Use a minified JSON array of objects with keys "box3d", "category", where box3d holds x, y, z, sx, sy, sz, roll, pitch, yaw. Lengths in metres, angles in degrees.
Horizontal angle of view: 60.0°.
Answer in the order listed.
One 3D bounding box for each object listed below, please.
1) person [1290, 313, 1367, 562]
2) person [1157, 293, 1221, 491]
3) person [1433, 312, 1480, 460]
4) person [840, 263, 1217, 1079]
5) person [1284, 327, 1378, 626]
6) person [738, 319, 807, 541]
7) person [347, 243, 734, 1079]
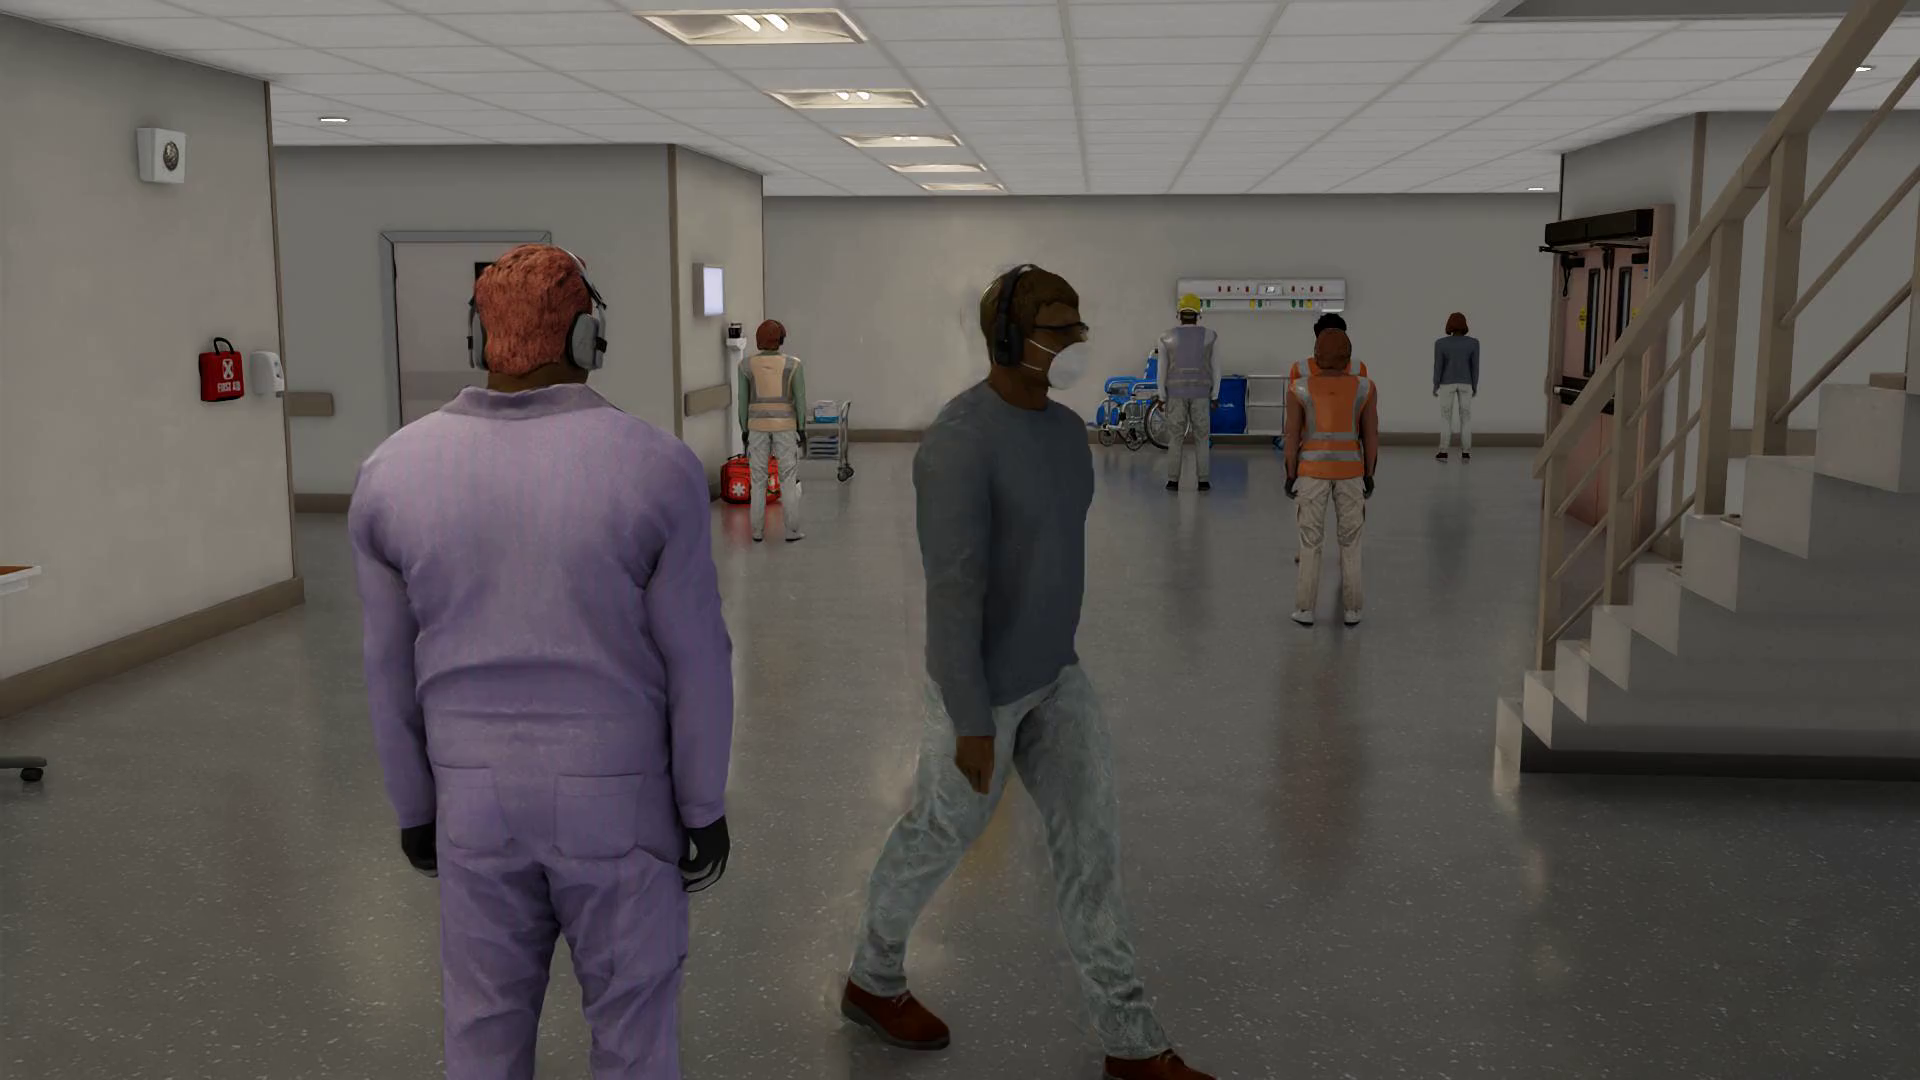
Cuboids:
[{"box3d":[2.465,-0.667,11.163,0.532,1.696,0.319,1,8,5],"category":"person"},{"box3d":[2.119,-1.362,15.429,0.586,1.833,0.403,1,8,5],"category":"person"},{"box3d":[5.476,-1.697,18.379,0.497,1.633,0.289,1,8,5],"category":"person"},{"box3d":[0.103,0.322,3.810,1.007,1.894,0.650,6,10,35],"category":"person"},{"box3d":[2.029,-0.338,9.121,0.510,1.640,0.308,1,8,5],"category":"person"},{"box3d":[-1.379,-0.799,12.251,0.510,1.640,0.308,1,8,5],"category":"person"},{"box3d":[-0.704,0.441,2.940,0.640,1.904,0.409,1,8,5],"category":"person"}]
